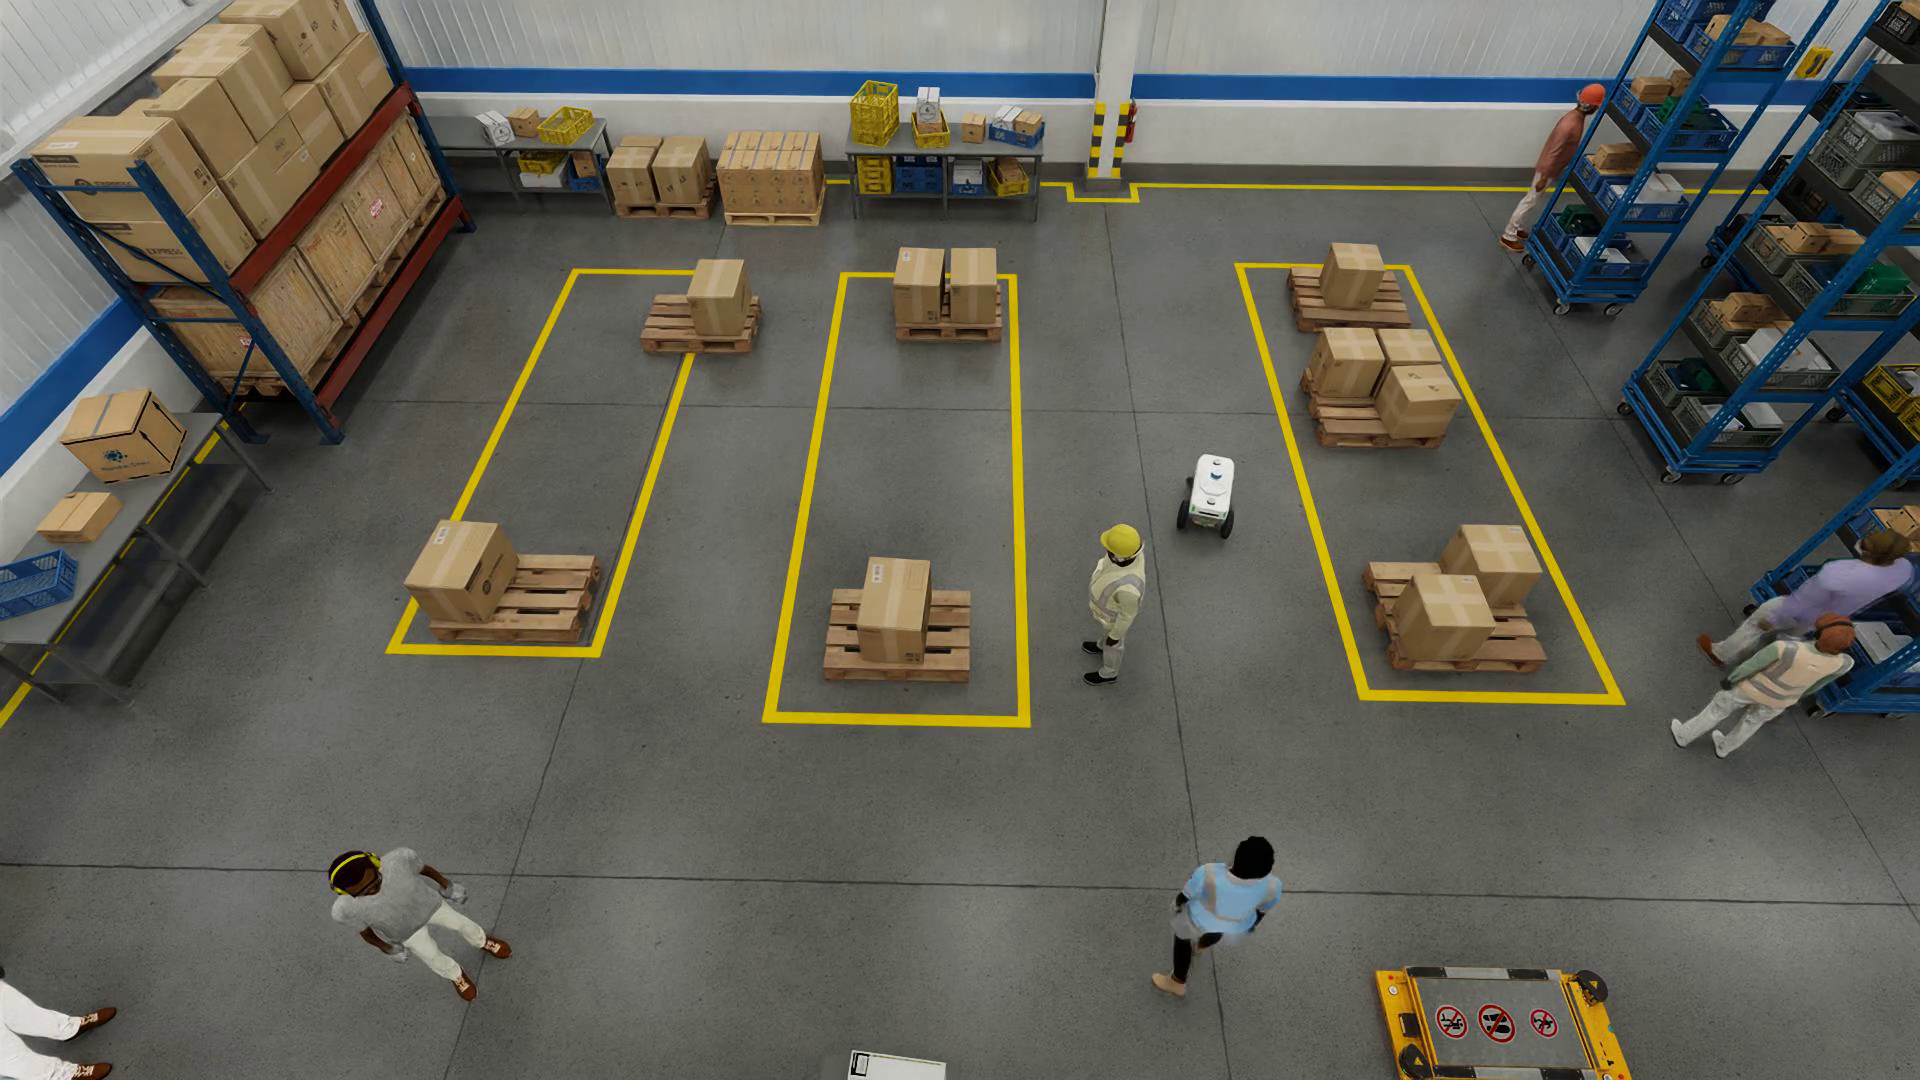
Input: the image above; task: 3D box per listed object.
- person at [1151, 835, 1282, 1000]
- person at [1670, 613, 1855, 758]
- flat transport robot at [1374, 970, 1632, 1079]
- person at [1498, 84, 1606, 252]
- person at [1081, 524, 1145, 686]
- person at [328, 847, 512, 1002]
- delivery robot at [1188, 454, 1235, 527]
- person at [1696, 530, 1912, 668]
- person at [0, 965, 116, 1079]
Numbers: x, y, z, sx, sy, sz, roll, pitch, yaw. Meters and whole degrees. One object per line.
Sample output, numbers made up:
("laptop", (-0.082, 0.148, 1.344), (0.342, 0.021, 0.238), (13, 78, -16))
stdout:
("person", (1.598, 2.372, 5.643), (0.556, 1.666, 0.558), (5, 51, 4))
("person", (5.886, 1.094, 6.707), (0.522, 1.631, 0.313), (15, 52, 12))
("flat transport robot", (3.501, 3.133, 5.914), (1.431, 0.197, 0.652), (1, 51, 1))
("person", (7.106, -4.456, 10.997), (0.393, 1.991, 0.626), (32, 58, 23))
("person", (1.175, 0.504, 7.058), (0.403, 1.827, 0.599), (3, 51, 3))
("person", (-3.272, 2.299, 5.569), (0.334, 1.873, 0.521), (27, 56, 20))
("delivery robot", (2.370, -0.480, 8.619), (0.477, 0.478, 0.707), (13, 52, 10))
("person", (6.468, 0.553, 6.973), (0.650, 1.901, 0.744), (-1, 51, -1))
("person", (-5.656, 2.700, 5.219), (0.408, 1.906, 0.653), (-20, 54, -16))
